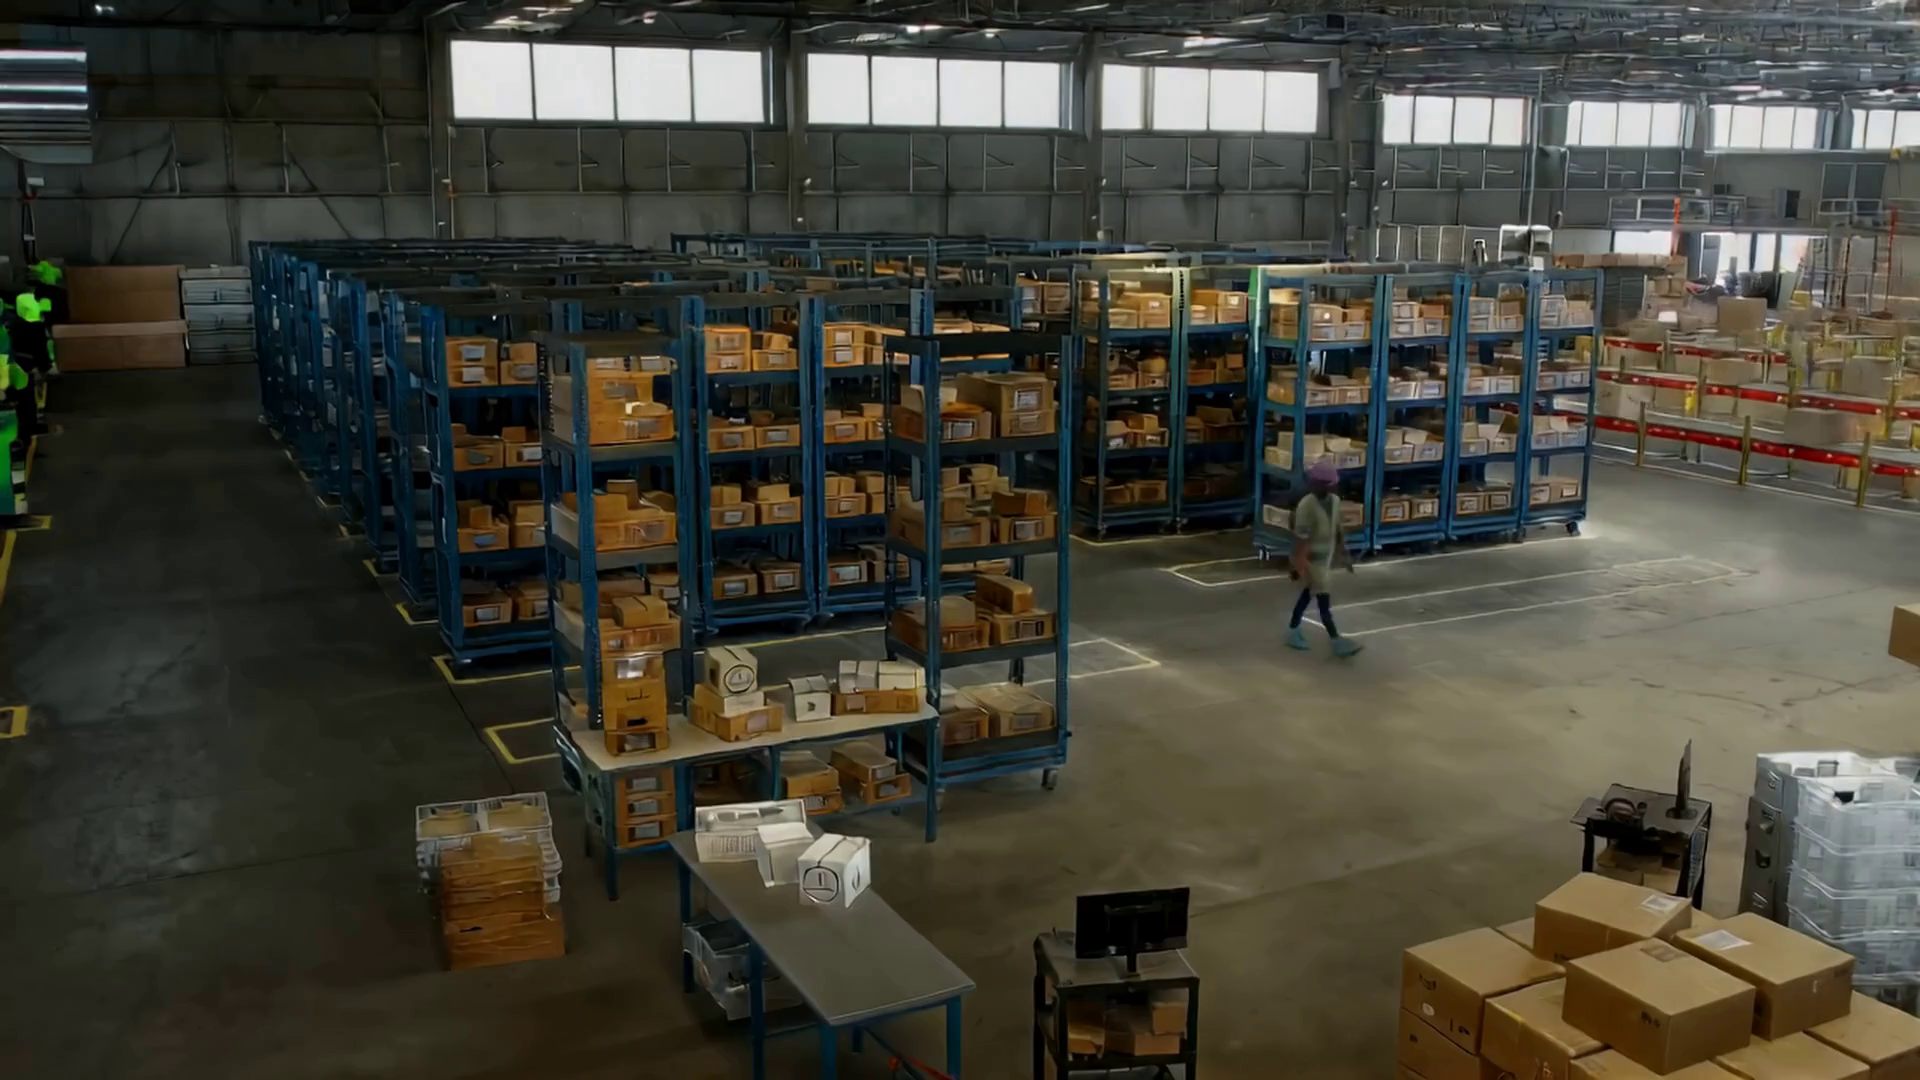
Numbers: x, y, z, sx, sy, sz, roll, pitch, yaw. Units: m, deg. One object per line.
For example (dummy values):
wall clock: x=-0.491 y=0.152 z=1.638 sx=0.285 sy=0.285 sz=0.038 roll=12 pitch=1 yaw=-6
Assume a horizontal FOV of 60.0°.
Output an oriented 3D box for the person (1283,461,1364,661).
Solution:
person: x=3.668 y=0.200 z=16.653 sx=0.634 sy=1.989 sz=1.032 roll=-11 pitch=17 yaw=-43

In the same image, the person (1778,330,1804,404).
person: x=18.087 y=-3.726 z=35.910 sx=0.569 sy=1.612 sz=0.526 roll=4 pitch=13 yaw=16
